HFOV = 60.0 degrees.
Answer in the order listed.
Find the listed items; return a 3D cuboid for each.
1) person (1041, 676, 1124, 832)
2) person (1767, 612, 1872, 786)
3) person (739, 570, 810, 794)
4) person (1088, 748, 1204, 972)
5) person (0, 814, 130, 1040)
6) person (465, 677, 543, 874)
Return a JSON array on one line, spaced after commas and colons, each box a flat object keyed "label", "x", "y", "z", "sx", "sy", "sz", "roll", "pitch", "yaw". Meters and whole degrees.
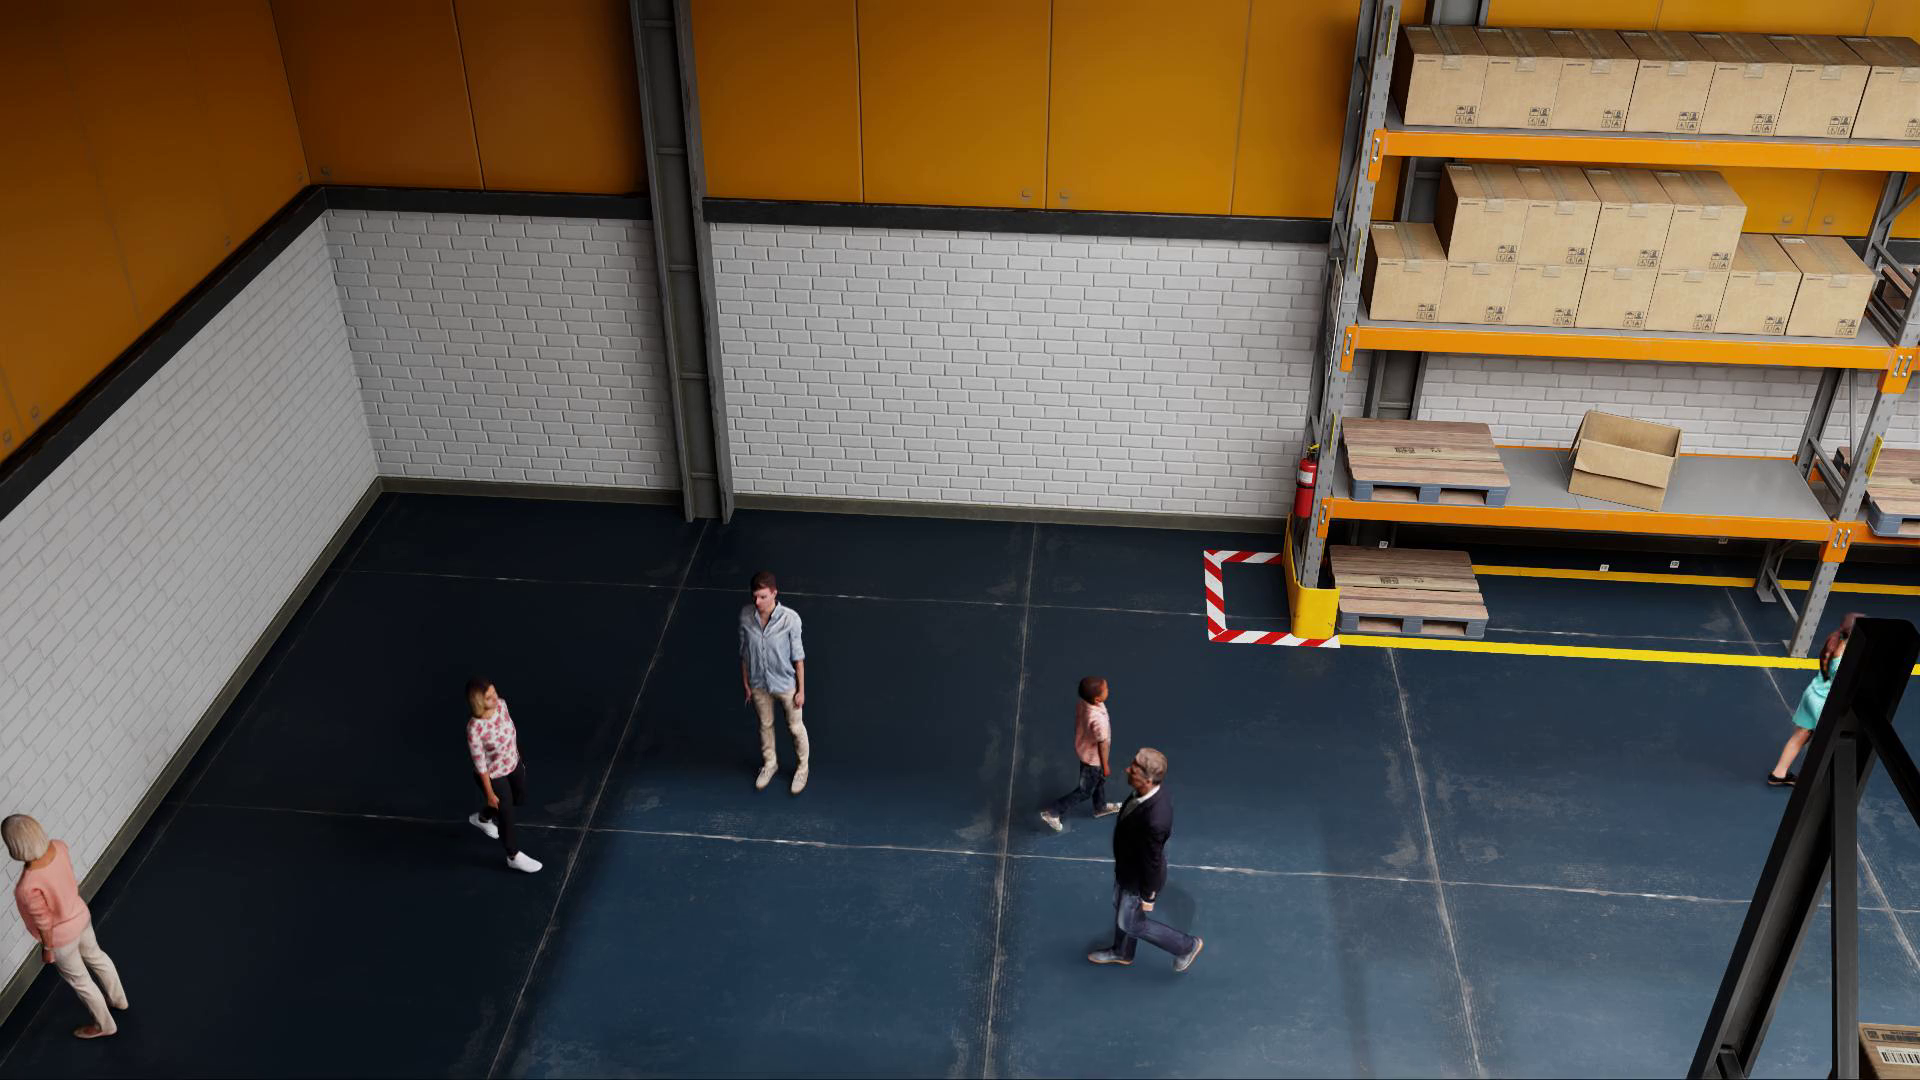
[{"label": "person", "x": 0.856, "y": 1.500, "z": 11.574, "sx": 0.925, "sy": 1.288, "sz": 0.672, "roll": -8, "pitch": 34, "yaw": -12}, {"label": "person", "x": 6.087, "y": 1.169, "z": 11.842, "sx": 0.700, "sy": 1.542, "sz": 0.549, "roll": 2, "pitch": 34, "yaw": 3}, {"label": "person", "x": -1.313, "y": 0.991, "z": 11.833, "sx": 0.556, "sy": 1.849, "sz": 0.745, "roll": 9, "pitch": 35, "yaw": 13}, {"label": "person", "x": 1.193, "y": 2.023, "z": 10.326, "sx": 0.923, "sy": 1.799, "sz": 0.667, "roll": 3, "pitch": 34, "yaw": 4}, {"label": "person", "x": -5.376, "y": 2.304, "z": 9.970, "sx": 0.539, "sy": 1.725, "sz": 0.616, "roll": 0, "pitch": 34, "yaw": 0}, {"label": "person", "x": -3.170, "y": 1.552, "z": 11.200, "sx": 0.862, "sy": 1.617, "sz": 0.677, "roll": 9, "pitch": 35, "yaw": 13}]
